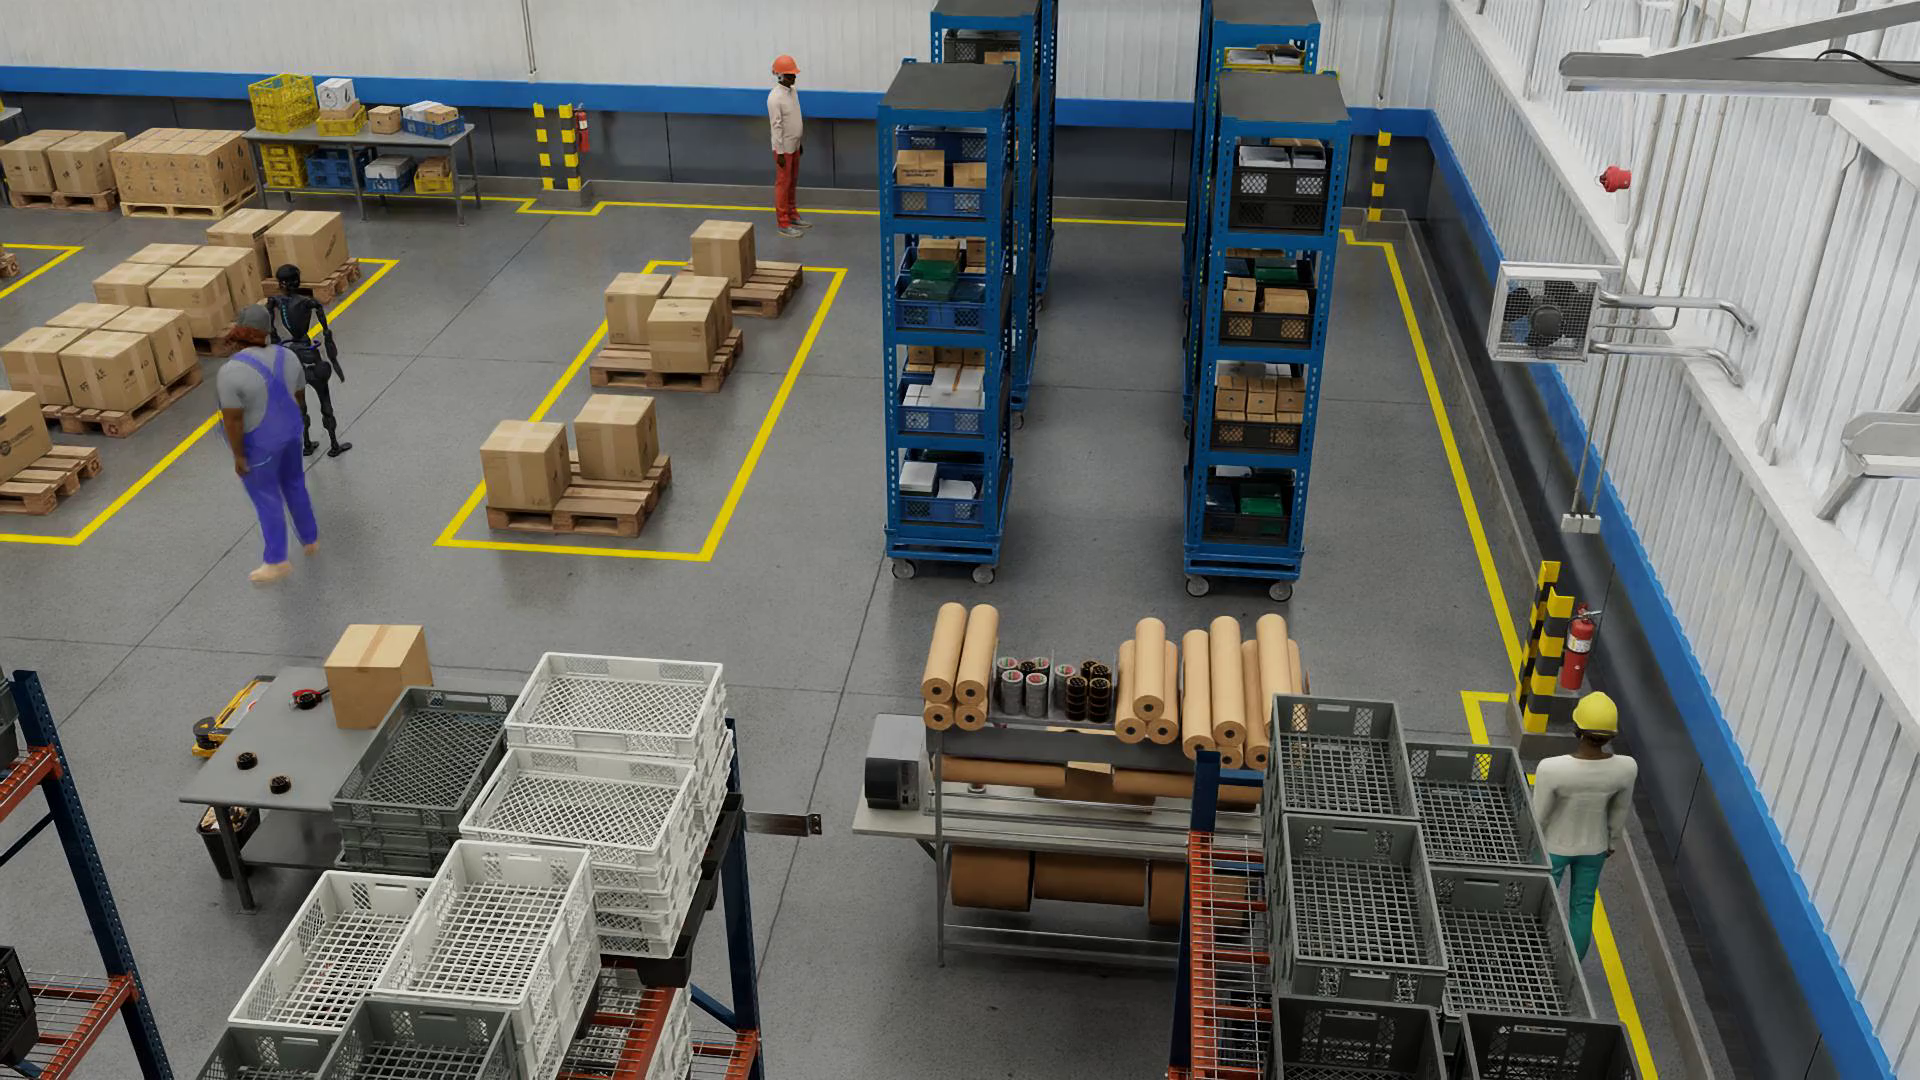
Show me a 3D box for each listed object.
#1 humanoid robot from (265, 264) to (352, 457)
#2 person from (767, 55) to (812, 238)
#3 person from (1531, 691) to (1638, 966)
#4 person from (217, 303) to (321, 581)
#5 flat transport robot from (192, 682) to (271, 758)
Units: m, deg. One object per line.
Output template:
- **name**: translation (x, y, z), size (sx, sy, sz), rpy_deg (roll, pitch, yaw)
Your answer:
- **humanoid robot**: translation (-5.455, -1.496, 13.828), size (0.603, 1.657, 0.315), rpy_deg (6, 31, 10)
- **person**: translation (-1.911, -4.386, 18.494), size (0.376, 1.994, 0.610), rpy_deg (8, 31, 14)
- **person**: translation (3.122, 1.538, 8.542), size (0.530, 1.767, 0.326), rpy_deg (-2, 30, -3)
- **person**: translation (-5.165, -0.745, 12.194), size (0.536, 2.000, 0.862), rpy_deg (13, 33, 22)
- **flat transport robot**: translation (-4.089, 1.163, 10.648), size (1.431, 0.197, 0.652), rpy_deg (3, 30, 6)
